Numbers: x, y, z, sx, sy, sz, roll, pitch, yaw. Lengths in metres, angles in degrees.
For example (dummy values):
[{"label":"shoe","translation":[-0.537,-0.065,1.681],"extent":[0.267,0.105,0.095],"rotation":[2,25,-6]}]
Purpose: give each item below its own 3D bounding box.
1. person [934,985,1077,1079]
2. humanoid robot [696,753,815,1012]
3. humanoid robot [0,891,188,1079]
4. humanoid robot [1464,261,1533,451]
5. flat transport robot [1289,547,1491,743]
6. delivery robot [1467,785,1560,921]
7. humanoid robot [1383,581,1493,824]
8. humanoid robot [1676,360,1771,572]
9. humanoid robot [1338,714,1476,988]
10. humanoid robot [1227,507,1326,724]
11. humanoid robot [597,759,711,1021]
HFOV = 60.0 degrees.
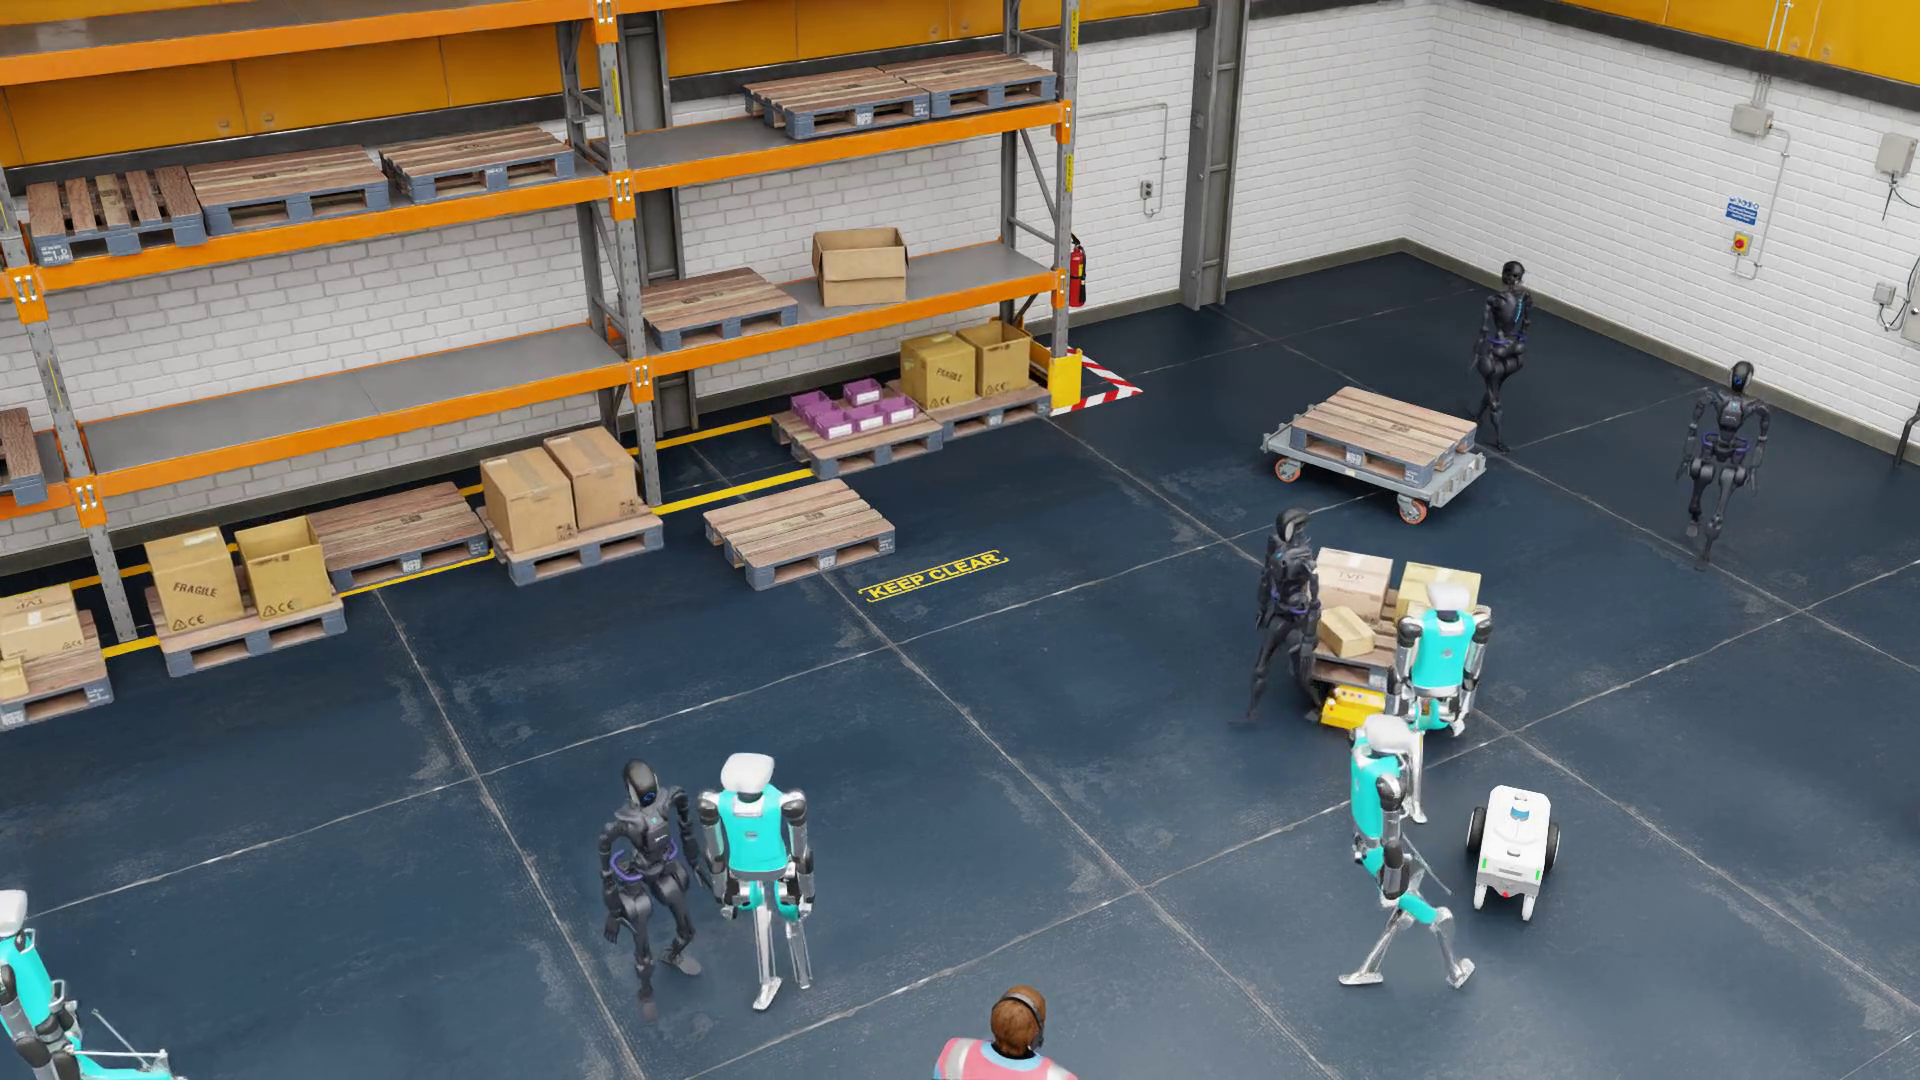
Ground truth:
[{"label":"person","translation":[0.209,2.564,6.853],"extent":[0.628,1.836,0.431],"rotation":[11,31,18]},{"label":"humanoid robot","translation":[-0.979,1.712,8.499],"extent":[0.537,1.831,0.780],"rotation":[1,29,1]},{"label":"humanoid robot","translation":[-3.923,2.260,7.464],"extent":[0.987,1.734,0.547],"rotation":[-12,32,-21]},{"label":"humanoid robot","translation":[4.668,-1.637,14.484],"extent":[0.609,1.626,0.755],"rotation":[-14,32,-23]},{"label":"flat transport robot","translation":[2.935,0.872,11.430],"extent":[0.659,0.231,1.431],"rotation":[10,31,18]},{"label":"delivery robot","translation":[3.189,1.759,9.590],"extent":[0.499,0.614,0.808],"rotation":[10,31,18]},{"label":"humanoid robot","translation":[2.698,0.904,9.817],"extent":[0.532,1.737,0.709],"rotation":[-2,30,-4]},{"label":"humanoid robot","translation":[5.819,-0.624,12.670],"extent":[0.591,1.638,0.693],"rotation":[15,33,25]},{"label":"humanoid robot","translation":[2.396,1.653,8.589],"extent":[0.933,1.811,0.537],"rotation":[-4,30,-7]},{"label":"humanoid robot","translation":[2.142,0.511,10.691],"extent":[0.639,1.650,0.600],"rotation":[-14,33,-24]},{"label":"humanoid robot","translation":[-1.577,1.732,8.482],"extent":[0.433,1.635,0.609],"rotation":[26,38,37]}]
